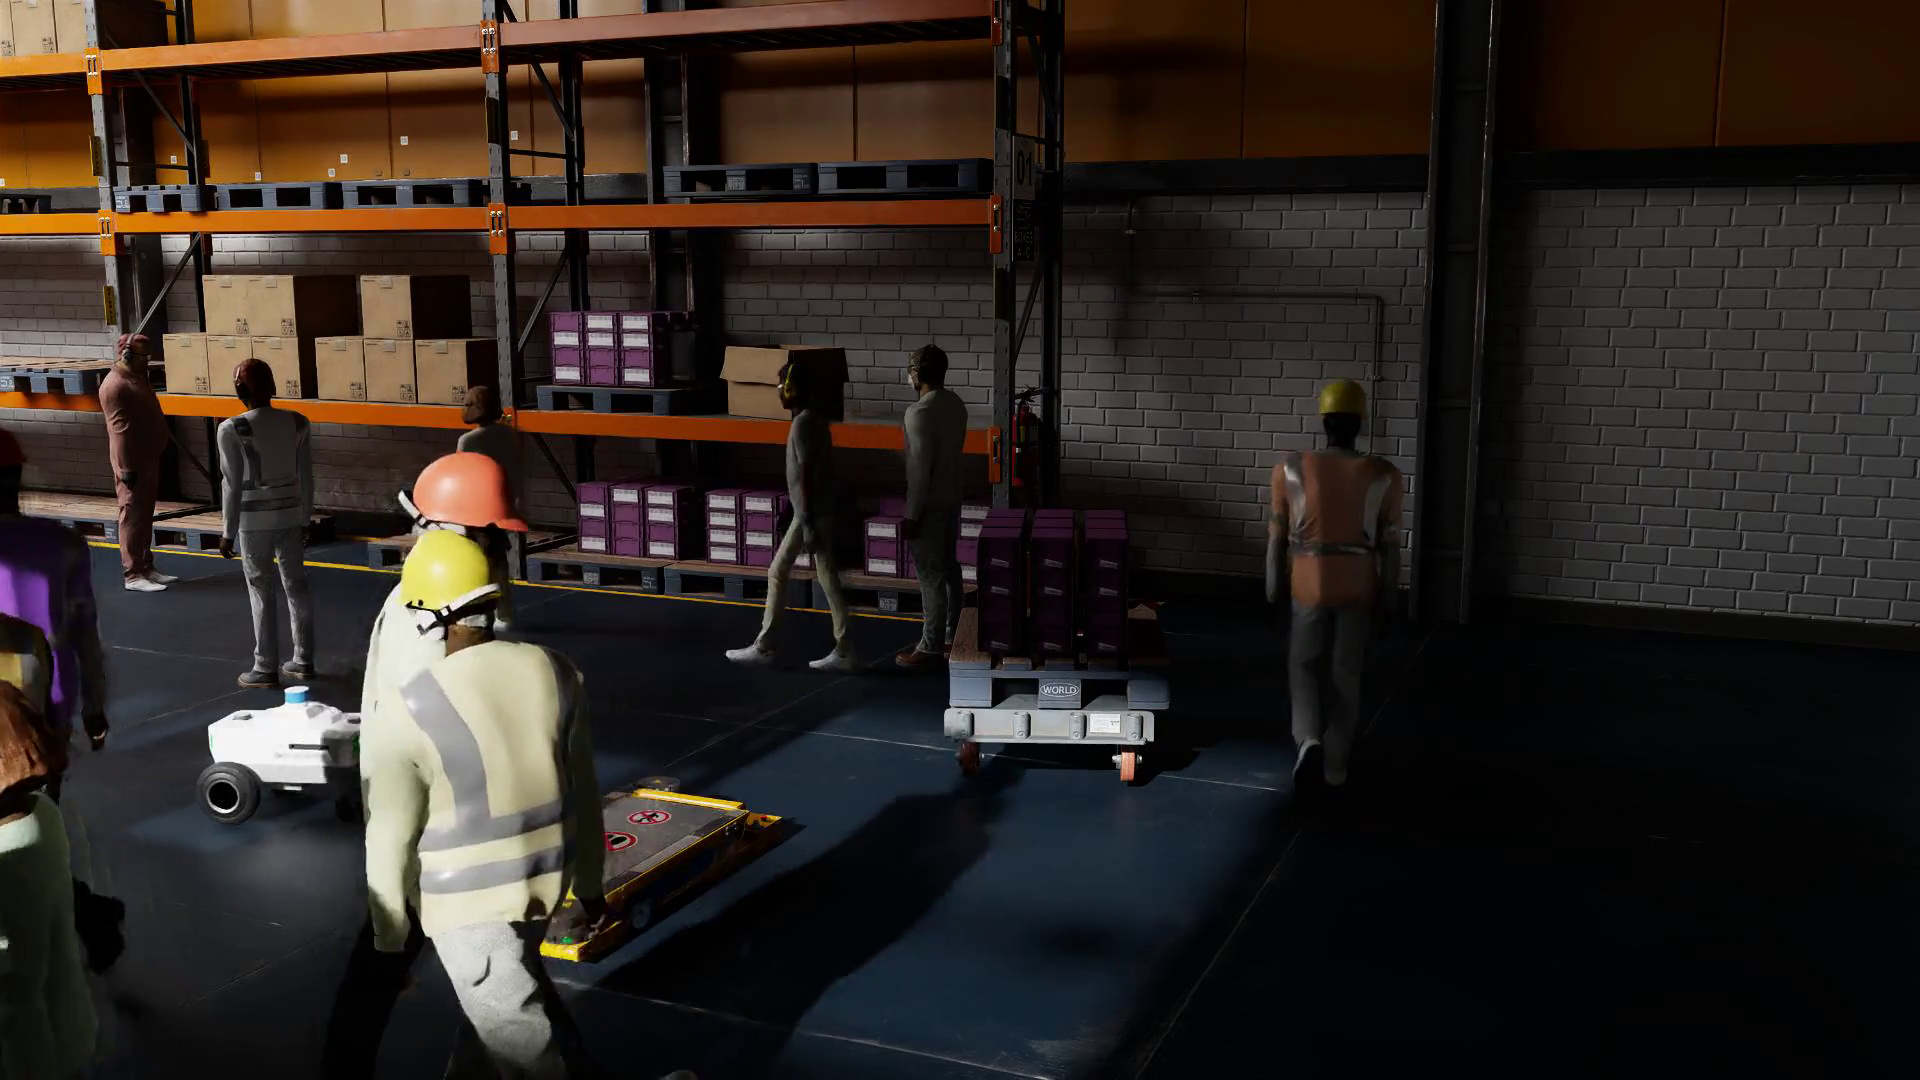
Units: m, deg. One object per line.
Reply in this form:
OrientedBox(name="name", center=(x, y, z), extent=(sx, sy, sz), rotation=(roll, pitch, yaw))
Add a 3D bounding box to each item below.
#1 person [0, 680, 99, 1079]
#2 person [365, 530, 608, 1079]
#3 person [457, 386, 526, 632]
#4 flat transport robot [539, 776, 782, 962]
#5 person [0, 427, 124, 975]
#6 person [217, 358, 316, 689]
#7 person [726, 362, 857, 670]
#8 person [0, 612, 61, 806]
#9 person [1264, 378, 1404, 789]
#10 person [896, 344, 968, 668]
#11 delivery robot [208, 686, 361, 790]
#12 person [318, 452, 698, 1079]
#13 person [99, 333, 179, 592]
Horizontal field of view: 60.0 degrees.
OrientedBox(name="person", center=(-1.884, 1.060, 3.439), extent=(0.778, 1.605, 0.501), rotation=(-4, 10, -23))
OrientedBox(name="person", center=(-1.155, 0.861, 4.122), extent=(0.983, 1.775, 0.604), rotation=(7, 12, 34))
OrientedBox(name="person", center=(-3.140, -0.205, 10.939), extent=(0.522, 1.612, 0.532), rotation=(5, 11, 27))
OrientedBox(name="flat transport robot", center=(-1.319, 1.227, 6.414), extent=(0.652, 0.197, 1.431), rotation=(4, 10, 23))
OrientedBox(name="person", center=(-3.115, 0.551, 5.592), extent=(0.771, 1.907, 0.539), rotation=(5, 11, 29))
OrientedBox(name="person", center=(-3.949, -0.093, 9.491), extent=(0.356, 1.887, 0.572), rotation=(6, 11, 32))
OrientedBox(name="person", center=(-1.002, -0.131, 9.896), extent=(0.891, 1.824, 0.525), rotation=(3, 10, 16))
OrientedBox(name="person", center=(-2.620, 0.834, 4.281), extent=(1.013, 1.783, 0.644), rotation=(8, 12, 39))
OrientedBox(name="person", center=(1.686, 0.224, 7.524), extent=(0.607, 1.904, 0.550), rotation=(2, 10, 10))
OrientedBox(name="person", center=(-0.174, -0.200, 9.977), extent=(0.372, 1.940, 0.632), rotation=(4, 10, 22))
OrientedBox(name="delivery robot", center=(-2.901, 0.888, 7.316), extent=(0.707, 0.478, 0.477), rotation=(1, 10, 5))
OrientedBox(name="person", center=(-1.255, 0.729, 4.395), extent=(1.047, 1.926, 0.633), rotation=(-4, 10, -22))
OrientedBox(name="person", center=(-6.078, -0.575, 12.330), extent=(0.410, 1.905, 0.640), rotation=(-2, 10, -12))
